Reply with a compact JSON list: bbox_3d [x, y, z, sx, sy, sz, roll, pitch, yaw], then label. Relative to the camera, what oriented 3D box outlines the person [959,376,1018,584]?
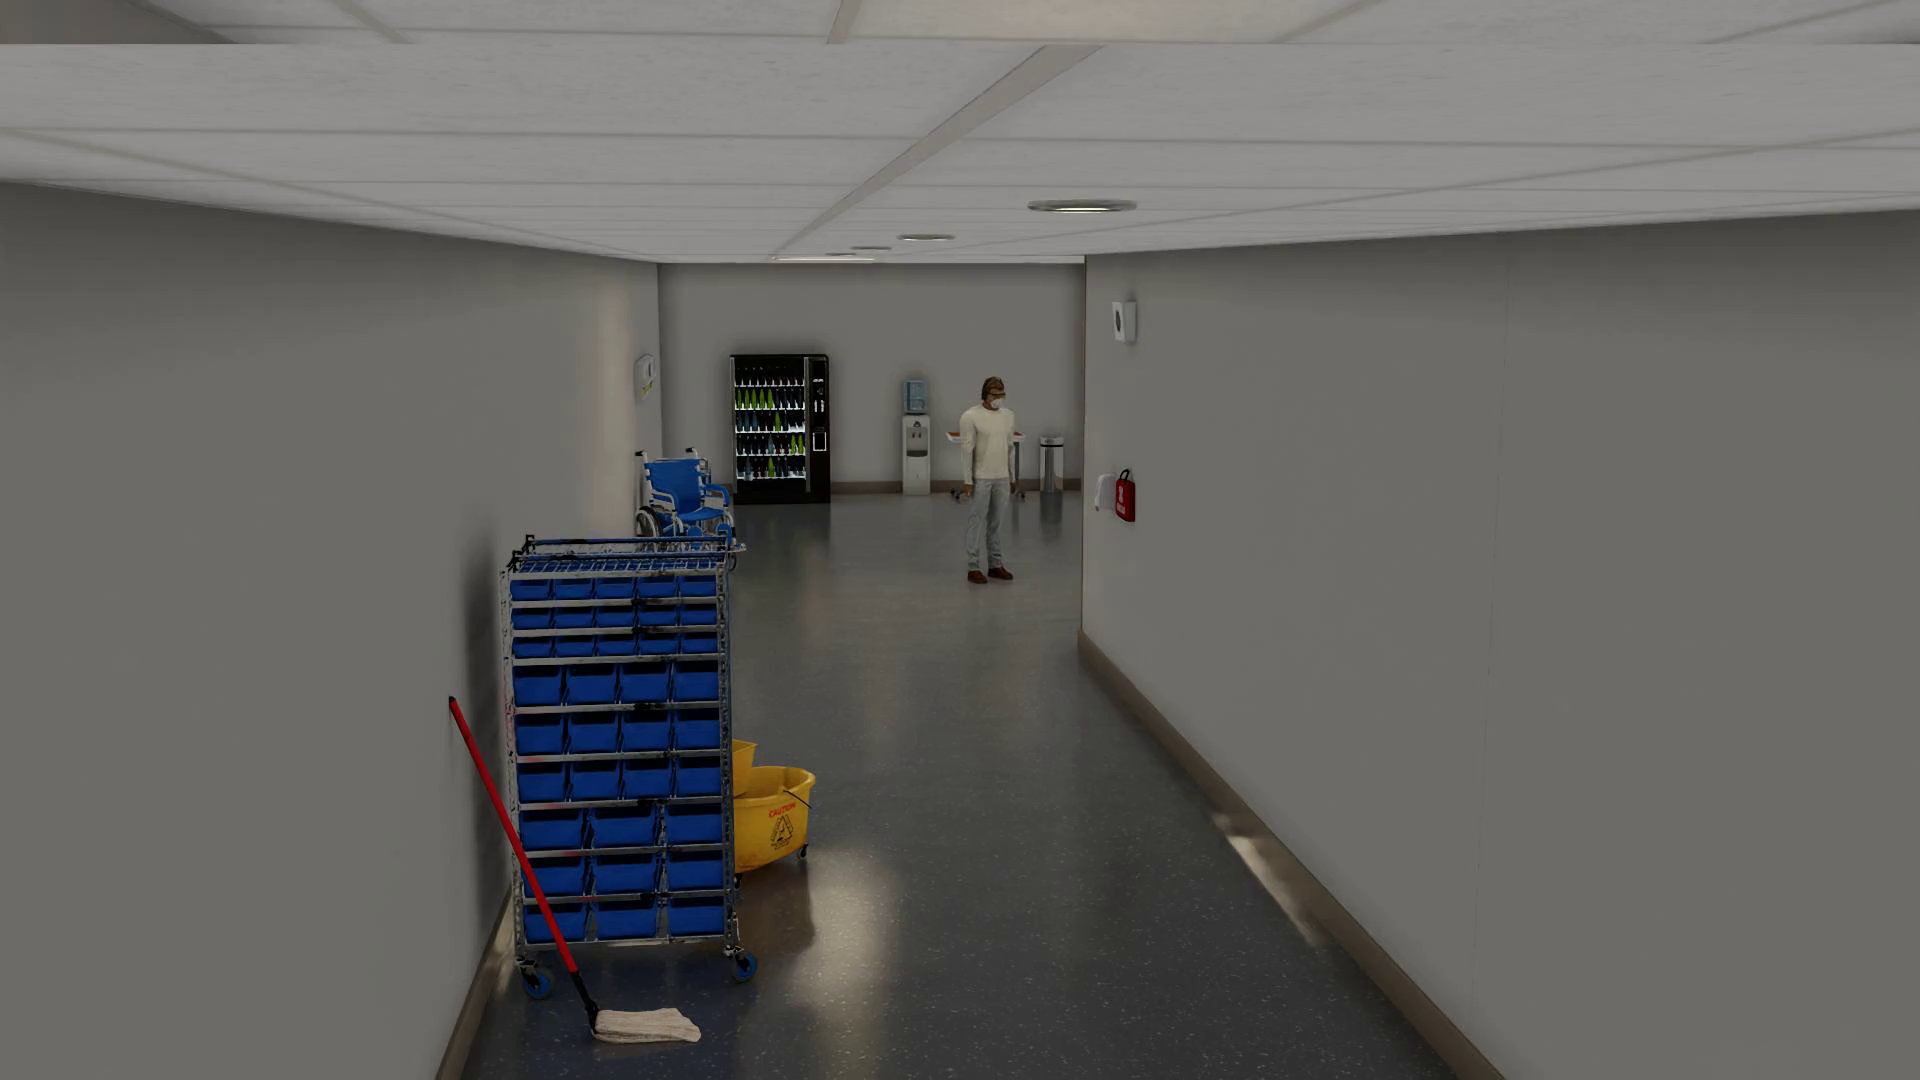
[{"bbox_3d":[0.280,-0.567,15.597,0.627,1.934,0.370,-7,11,-36],"label":"person"}]
